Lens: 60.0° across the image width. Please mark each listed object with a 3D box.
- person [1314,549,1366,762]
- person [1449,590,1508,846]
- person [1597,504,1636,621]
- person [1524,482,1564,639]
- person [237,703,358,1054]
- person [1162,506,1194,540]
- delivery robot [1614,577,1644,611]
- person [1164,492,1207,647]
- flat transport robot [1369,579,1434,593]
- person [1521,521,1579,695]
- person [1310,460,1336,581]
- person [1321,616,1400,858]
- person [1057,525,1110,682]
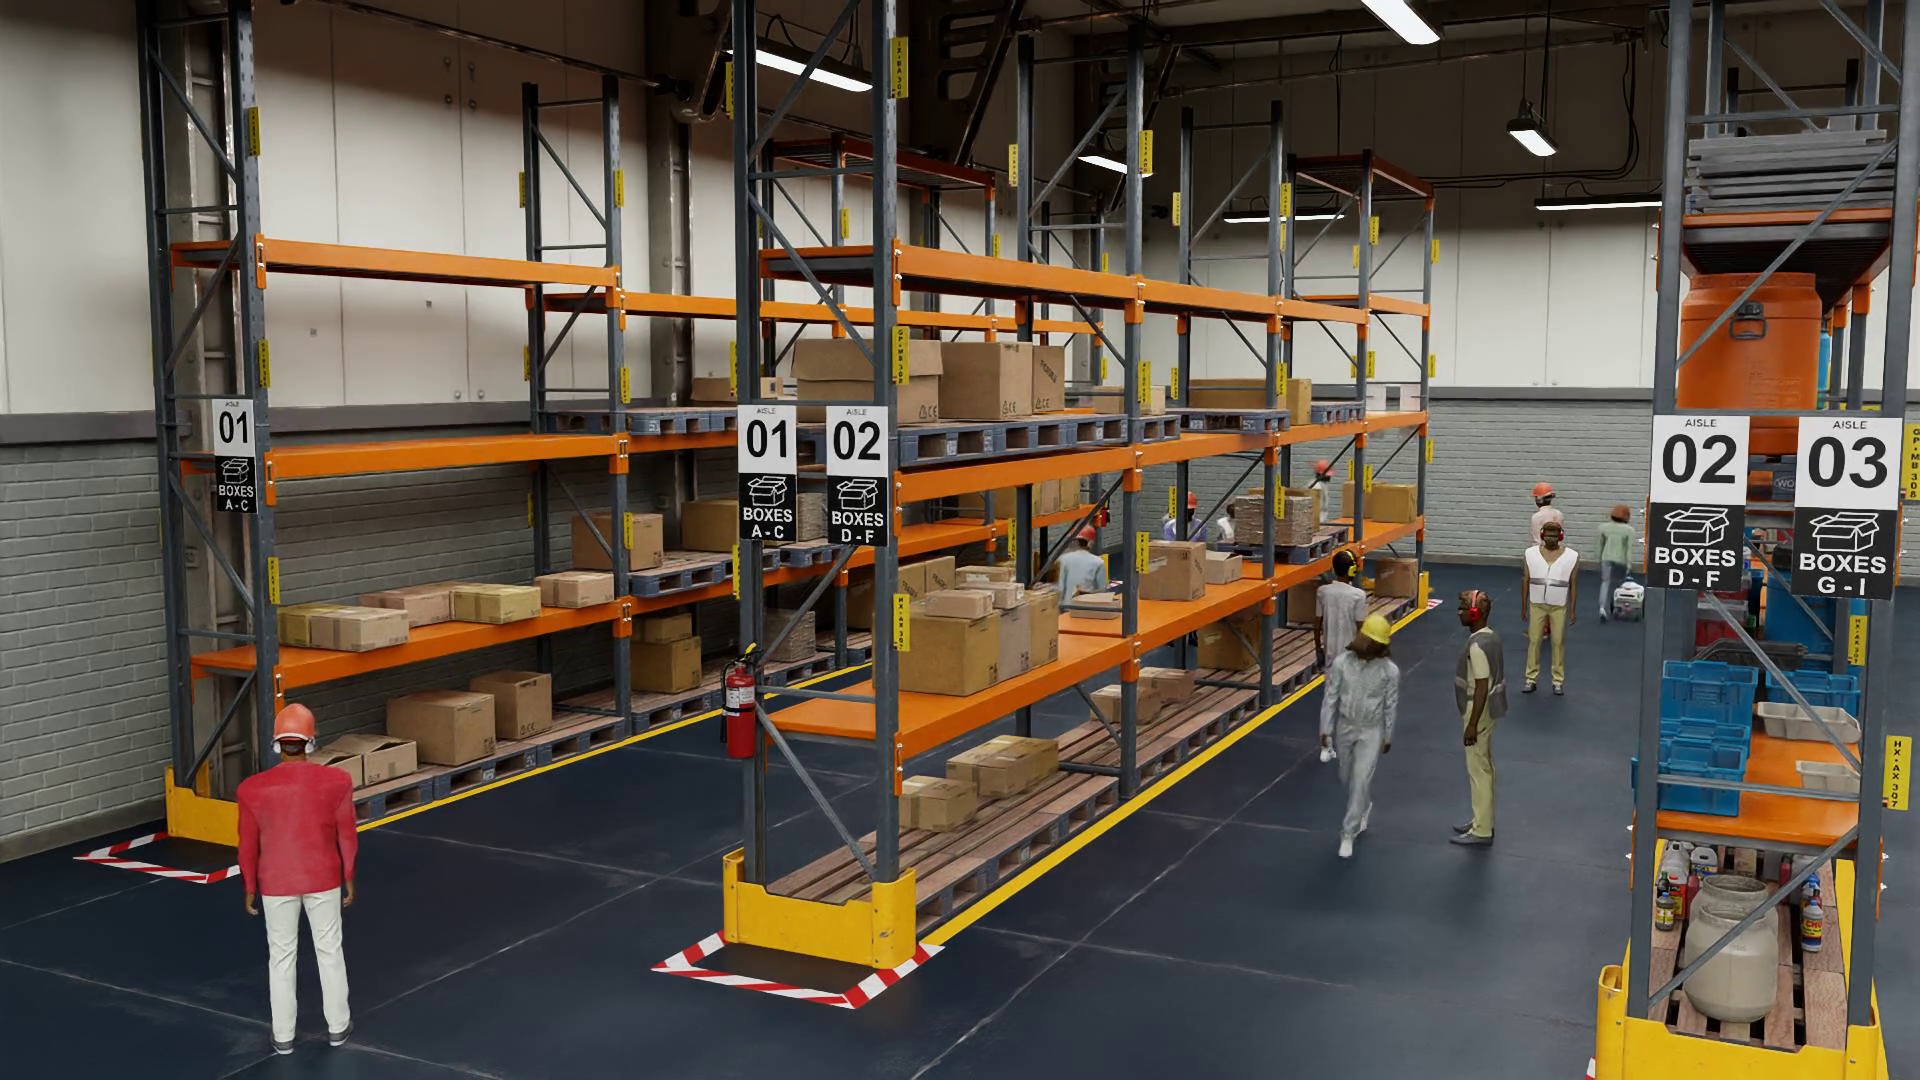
[{"bbox_3d":[3.317,1.013,14.459,0.521,1.873,0.335,6,8,44],"label":"person"},{"bbox_3d":[3.753,1.278,11.998,0.373,1.843,0.570,3,6,23],"label":"person"},{"bbox_3d":[8.930,0.303,22.703,0.524,1.586,0.817,4,7,35],"label":"person"},{"bbox_3d":[7.432,0.260,21.193,0.621,1.989,0.398,-5,8,-40],"label":"person"},{"bbox_3d":[-3.330,1.694,8.387,0.564,1.752,0.339,-2,6,-21],"label":"person"},{"bbox_3d":[3.020,0.188,23.137,0.484,1.735,0.311,-1,6,-13],"label":"person"},{"bbox_3d":[9.188,0.754,22.828,0.477,0.478,0.707,3,7,26],"label":"delivery robot"},{"bbox_3d":[2.785,0.368,20.485,0.542,1.928,0.400,-1,6,-11],"label":"person"},{"bbox_3d":[6.401,0.714,25.059,1.431,0.197,0.652,-4,7,-32],"label":"flat transport robot"},{"bbox_3d":[6.217,0.710,17.553,0.564,1.839,0.390,3,6,23],"label":"person"},{"bbox_3d":[5.703,-0.264,26.302,0.676,1.995,0.691,2,6,16],"label":"person"},{"bbox_3d":[2.902,1.357,11.945,0.504,1.691,0.839,3,7,29],"label":"person"},{"bbox_3d":[1.396,0.693,18.332,0.582,1.702,0.925,4,7,36],"label":"person"}]
